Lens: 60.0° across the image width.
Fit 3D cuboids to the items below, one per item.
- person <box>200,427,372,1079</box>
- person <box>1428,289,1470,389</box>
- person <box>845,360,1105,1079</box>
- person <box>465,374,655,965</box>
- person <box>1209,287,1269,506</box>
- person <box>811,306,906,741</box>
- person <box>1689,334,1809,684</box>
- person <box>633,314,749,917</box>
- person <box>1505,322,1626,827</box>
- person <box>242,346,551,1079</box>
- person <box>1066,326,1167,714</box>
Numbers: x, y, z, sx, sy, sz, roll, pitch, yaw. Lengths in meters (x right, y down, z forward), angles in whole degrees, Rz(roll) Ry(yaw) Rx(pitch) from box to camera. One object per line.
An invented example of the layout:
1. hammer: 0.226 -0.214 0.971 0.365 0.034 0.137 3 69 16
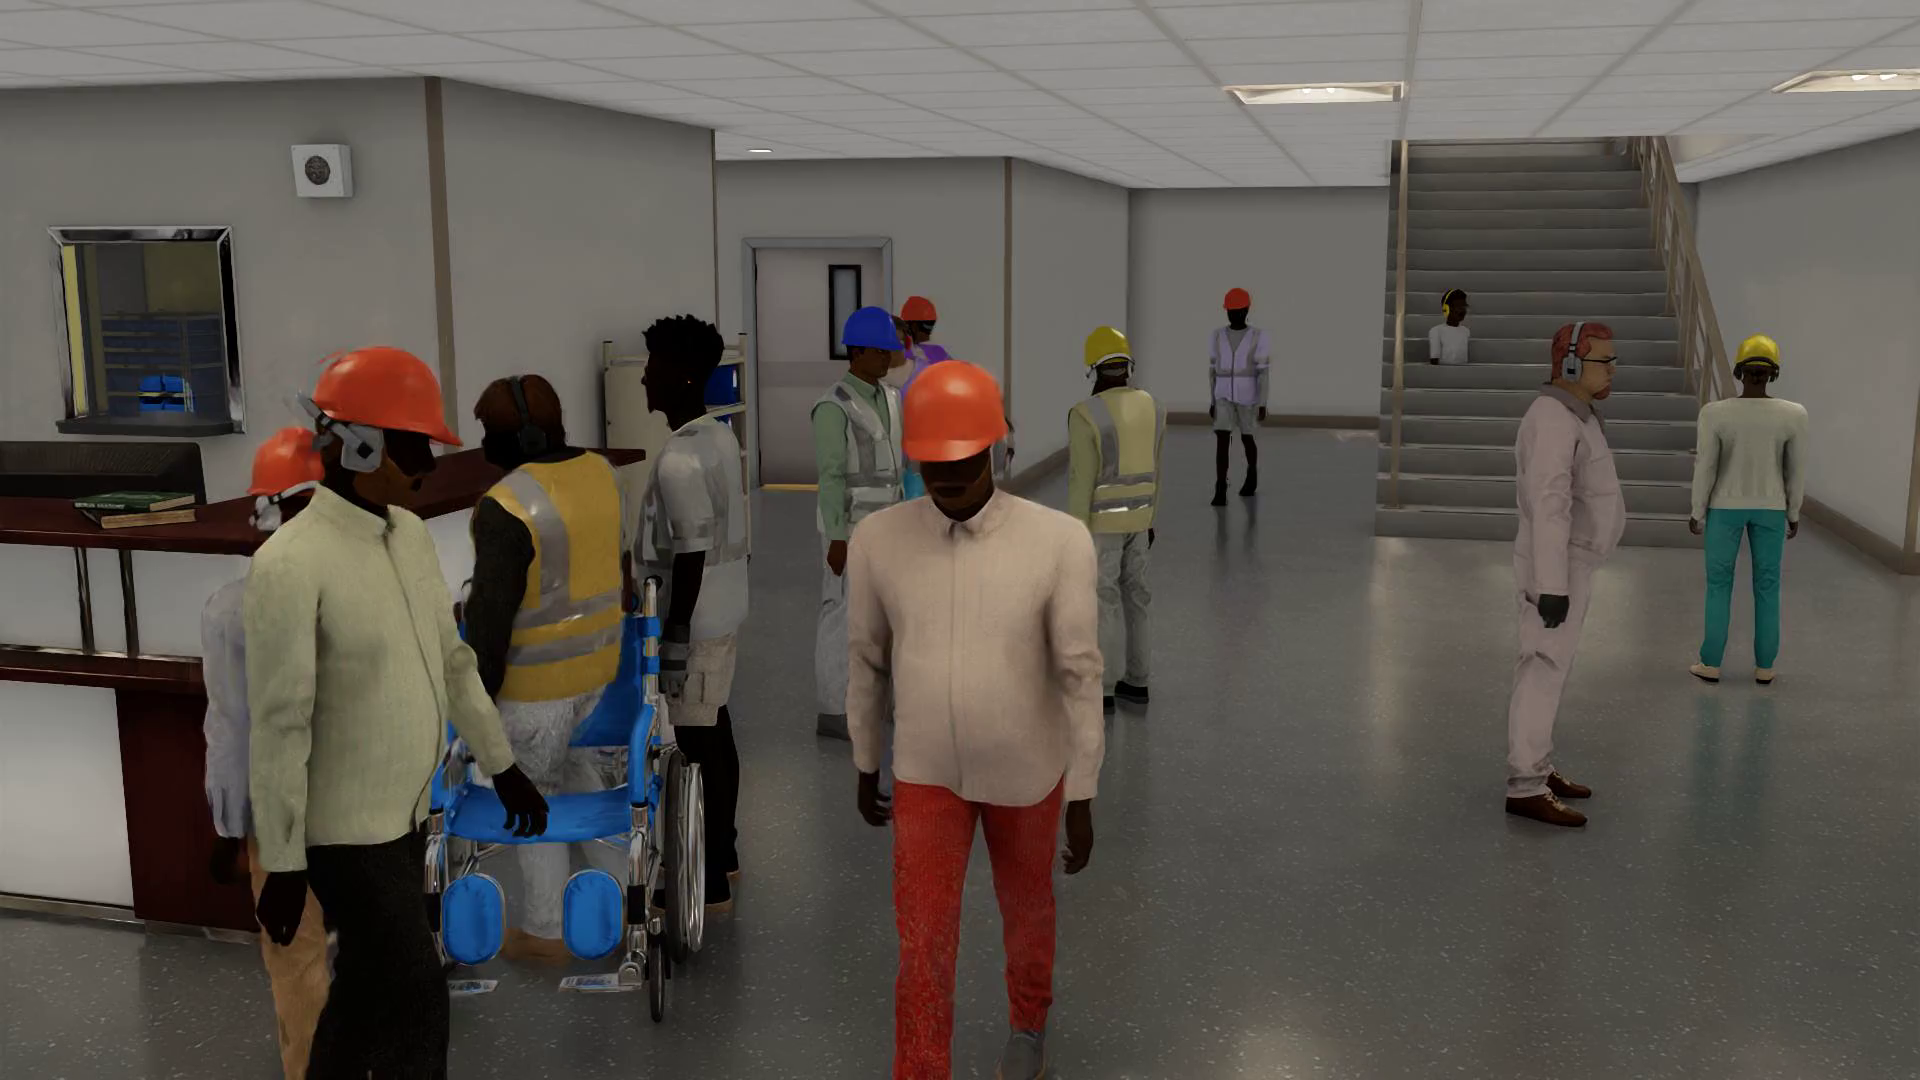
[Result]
1. person: -1.560 0.603 4.022 0.335 1.752 0.570 6 12 33
2. person: 4.331 -1.271 14.696 0.510 1.872 0.328 -7 12 -37
3. person: 0.032 0.532 3.962 0.633 1.941 1.019 2 10 10
4. person: -1.222 0.407 5.002 0.455 1.817 0.658 4 11 23
5. person: 2.468 -1.281 14.692 0.557 1.899 0.971 4 11 23
6. person: -0.427 -0.070 7.455 0.421 1.939 0.600 5 11 26
7. person: 3.967 -0.150 8.404 0.533 1.768 0.310 2 10 11
8. person: -0.885 0.247 5.474 0.367 1.966 0.606 0 10 1
9. person: 2.332 0.120 6.399 0.401 1.906 0.650 4 11 24
10. person: -1.216 0.576 3.535 0.661 1.957 0.637 1 10 3
11. person: 0.707 -0.091 7.874 0.591 1.829 0.404 -8 13 -40
